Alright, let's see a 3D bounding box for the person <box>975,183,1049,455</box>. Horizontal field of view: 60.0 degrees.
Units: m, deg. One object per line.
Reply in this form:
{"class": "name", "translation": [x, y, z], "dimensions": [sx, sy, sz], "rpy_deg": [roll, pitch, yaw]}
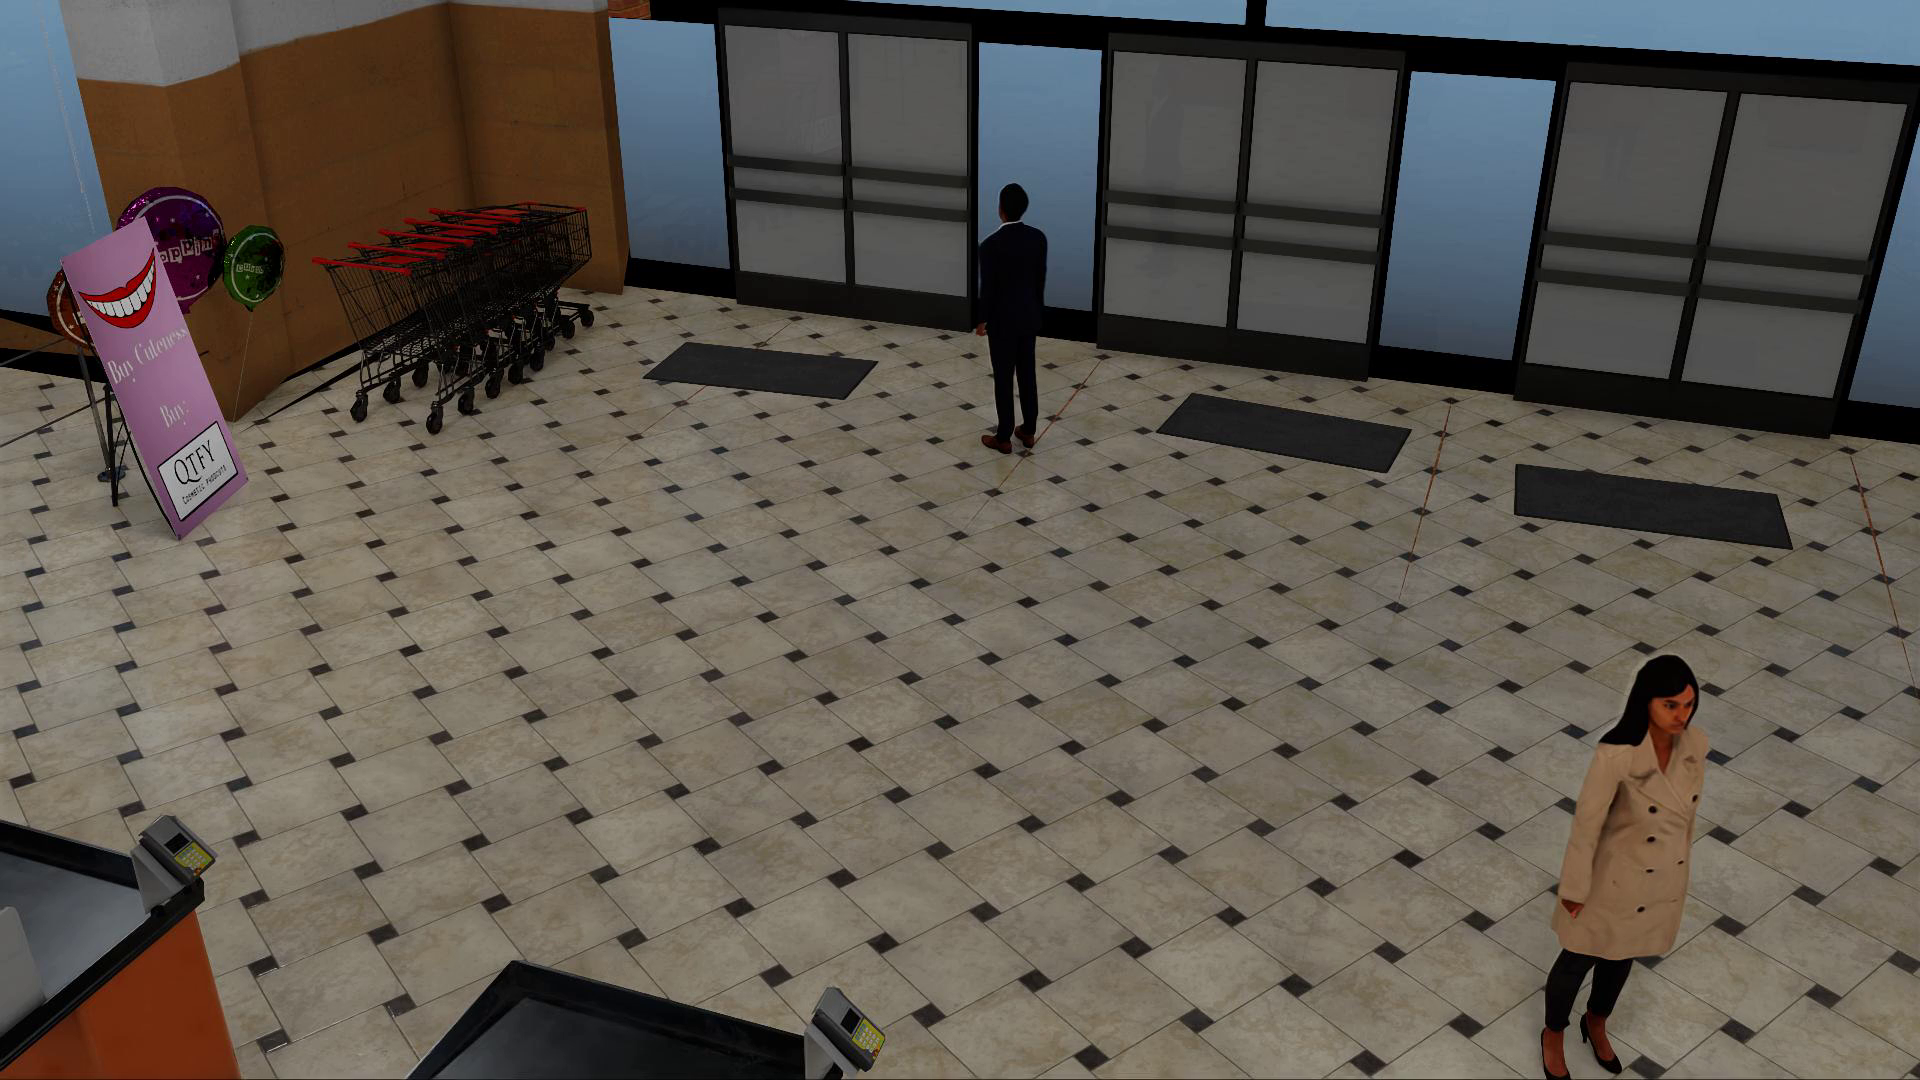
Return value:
{"class": "person", "translation": [0.333, -1.381, 10.450], "dimensions": [0.686, 1.727, 0.766], "rpy_deg": [-14, 30, -26]}

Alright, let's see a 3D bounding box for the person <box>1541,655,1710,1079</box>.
{"class": "person", "translation": [2.221, 1.122, 5.566], "dimensions": [0.724, 1.681, 0.744], "rpy_deg": [-8, 28, -15]}
